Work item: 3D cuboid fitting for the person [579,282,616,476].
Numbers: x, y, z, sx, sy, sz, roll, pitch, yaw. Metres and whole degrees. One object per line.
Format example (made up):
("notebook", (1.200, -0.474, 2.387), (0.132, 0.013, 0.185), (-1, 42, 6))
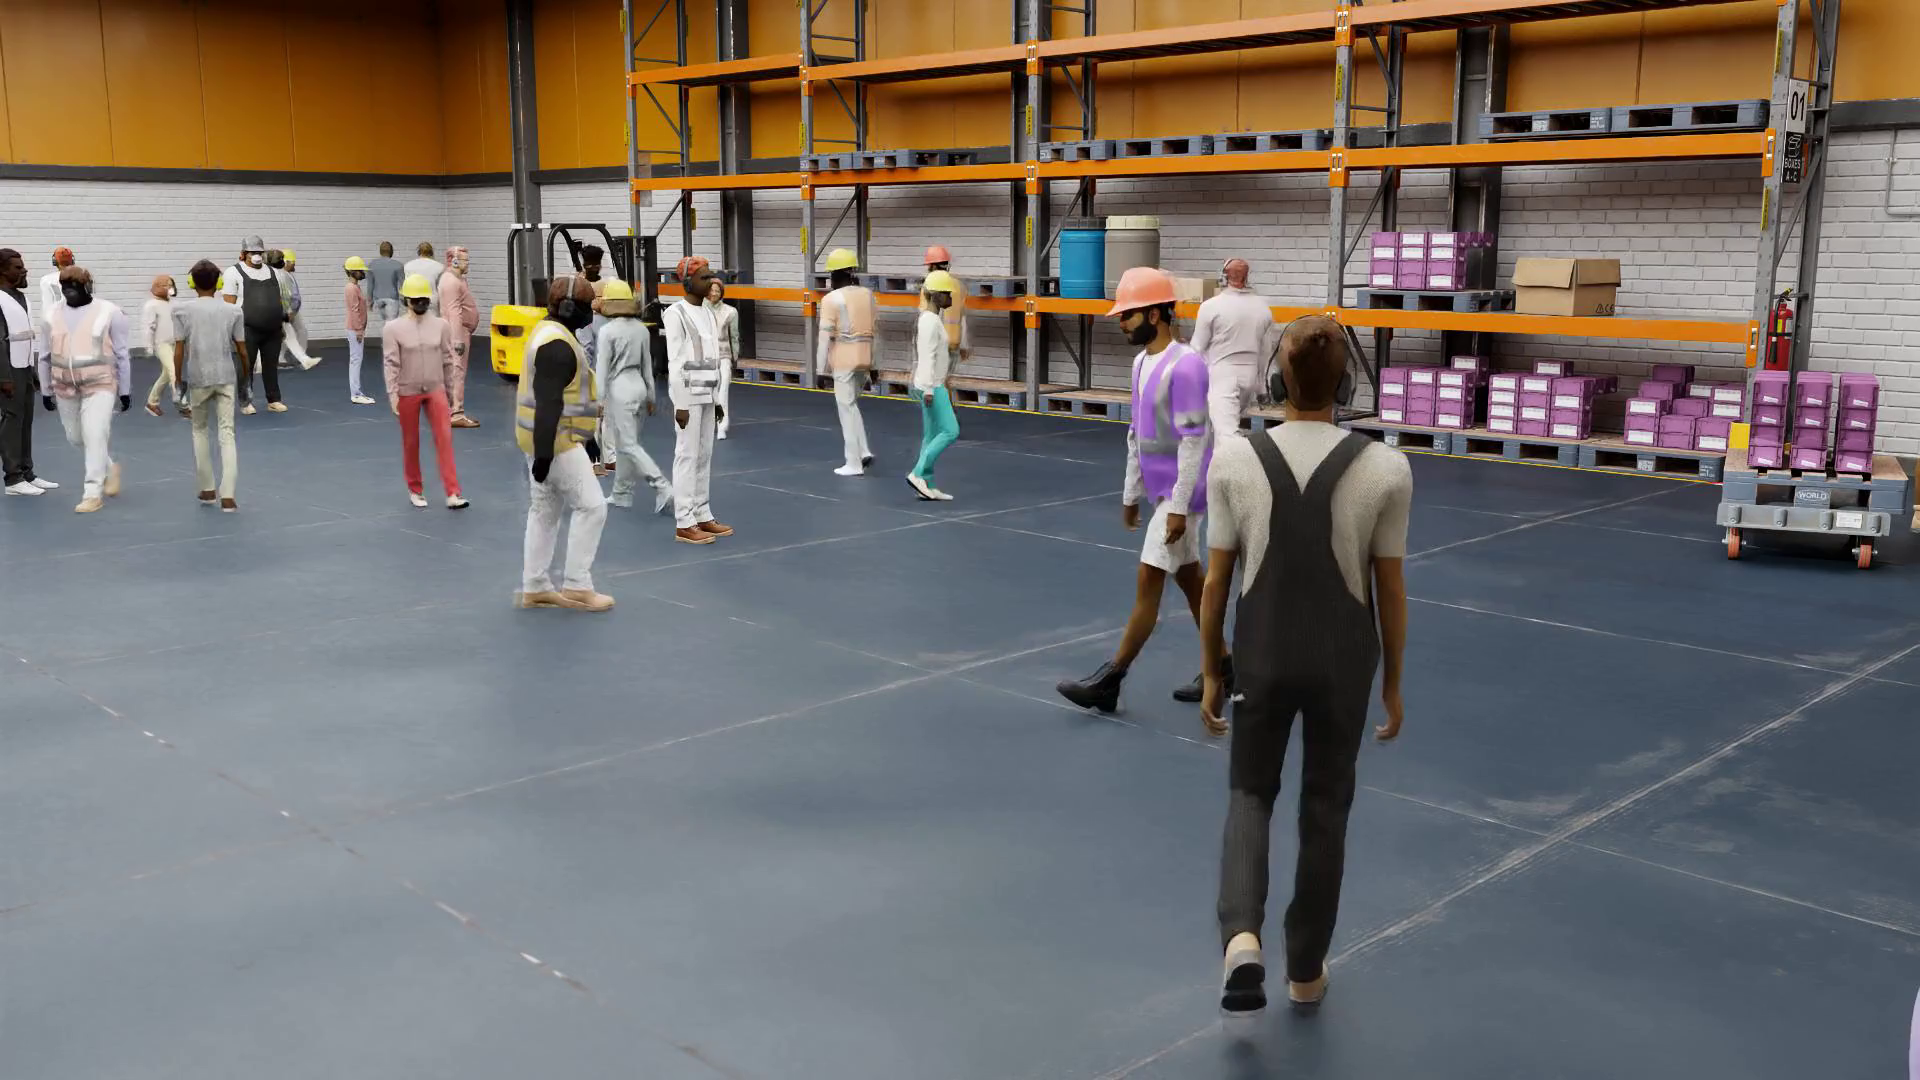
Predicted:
("person", (-3.005, -1.364, 14.093), (0.282, 1.633, 0.498), (6, 12, 29))

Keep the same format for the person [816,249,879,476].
("person", (-0.949, -1.486, 14.010), (0.448, 1.905, 0.612), (9, 14, 40))

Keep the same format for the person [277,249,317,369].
("person", (-10.128, -3.497, 25.264), (0.697, 1.807, 0.600), (0, 10, -2))

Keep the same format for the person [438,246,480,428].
("person", (-5.294, -2.146, 17.617), (0.403, 1.904, 0.651), (-3, 11, -18))

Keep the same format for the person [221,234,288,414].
("person", (-7.970, -2.455, 18.932), (0.536, 2.000, 0.688), (8, 13, 38))

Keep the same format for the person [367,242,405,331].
("person", (-9.416, -3.966, 27.542), (0.644, 1.908, 0.865), (2, 11, 12))

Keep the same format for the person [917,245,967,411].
("person", (-0.197, -1.963, 16.572), (0.565, 1.918, 0.514), (-10, 14, -43))

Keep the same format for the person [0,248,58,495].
("person", (-7.422, -1.317, 13.051), (0.387, 1.921, 0.592), (-2, 11, -10))

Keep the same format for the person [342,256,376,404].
("person", (-7.262, -2.527, 20.074), (0.314, 1.769, 0.525), (-4, 11, -20))

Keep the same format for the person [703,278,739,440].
("person", (-2.481, -1.839, 16.766), (0.518, 1.603, 0.815), (0, 10, -2))

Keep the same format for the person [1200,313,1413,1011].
("person", (0.862, 0.353, 4.205), (0.519, 1.833, 0.531), (3, 11, 17))

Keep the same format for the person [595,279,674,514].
("person", (-2.393, -1.047, 12.166), (0.800, 1.711, 0.493), (6, 12, 28))

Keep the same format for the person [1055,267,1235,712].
("person", (0.813, -0.200, 7.061), (0.941, 1.880, 0.562), (-3, 11, -14))

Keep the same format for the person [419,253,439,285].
("person", (-9.304, -4.164, 28.978), (0.602, 1.787, 0.577), (2, 11, 9))

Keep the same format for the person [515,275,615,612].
("person", (-2.113, -0.508, 8.961), (0.639, 1.810, 0.630), (-4, 11, -19))

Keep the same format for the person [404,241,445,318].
("person", (-8.315, -3.687, 25.982), (0.652, 1.918, 0.590), (-3, 11, -14))

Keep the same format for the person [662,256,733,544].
("person", (-1.740, -0.926, 11.020), (0.356, 1.885, 0.574), (3, 11, 16))

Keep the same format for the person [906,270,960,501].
("person", (-0.168, -1.155, 12.585), (0.363, 1.754, 0.534), (0, 10, 0))

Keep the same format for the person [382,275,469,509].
("person", (-3.926, -1.065, 12.181), (0.550, 1.724, 0.827), (-7, 13, -34))

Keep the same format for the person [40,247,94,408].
("person", (-10.405, -2.471, 19.448), (0.350, 1.882, 0.583), (9, 14, 40))

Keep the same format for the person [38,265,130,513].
("person", (-6.507, -1.145, 12.421), (0.632, 1.813, 0.849), (0, 10, -3))

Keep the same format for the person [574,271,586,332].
("person", (-4.380, -2.328, 19.440), (0.508, 1.597, 0.837), (-8, 13, -39))

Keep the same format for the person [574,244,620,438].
("person", (-3.594, -1.974, 16.586), (0.657, 1.935, 0.476), (-4, 11, -19))

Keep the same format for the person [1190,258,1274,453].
("person", (2.028, -1.174, 12.455), (0.645, 1.865, 0.972), (-6, 12, -31))

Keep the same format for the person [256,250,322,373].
("person", (-9.943, -3.347, 24.441), (0.952, 1.795, 0.657), (-2, 11, -10))

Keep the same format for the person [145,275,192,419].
("person", (-8.819, -2.147, 18.481), (0.850, 1.594, 0.509), (3, 11, 16))

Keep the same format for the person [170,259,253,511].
("person", (-5.571, -1.151, 12.385), (0.551, 1.835, 0.800), (-5, 12, -26))

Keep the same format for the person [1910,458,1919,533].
("person", (6.730, -1.045, 11.224), (0.607, 2.048, 0.366), (-6, 12, -32))

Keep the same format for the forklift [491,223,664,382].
("forklift", (-5.316, -3.263, 22.920), (2.313, 2.155, 1.214), (-10, 14, -44))
